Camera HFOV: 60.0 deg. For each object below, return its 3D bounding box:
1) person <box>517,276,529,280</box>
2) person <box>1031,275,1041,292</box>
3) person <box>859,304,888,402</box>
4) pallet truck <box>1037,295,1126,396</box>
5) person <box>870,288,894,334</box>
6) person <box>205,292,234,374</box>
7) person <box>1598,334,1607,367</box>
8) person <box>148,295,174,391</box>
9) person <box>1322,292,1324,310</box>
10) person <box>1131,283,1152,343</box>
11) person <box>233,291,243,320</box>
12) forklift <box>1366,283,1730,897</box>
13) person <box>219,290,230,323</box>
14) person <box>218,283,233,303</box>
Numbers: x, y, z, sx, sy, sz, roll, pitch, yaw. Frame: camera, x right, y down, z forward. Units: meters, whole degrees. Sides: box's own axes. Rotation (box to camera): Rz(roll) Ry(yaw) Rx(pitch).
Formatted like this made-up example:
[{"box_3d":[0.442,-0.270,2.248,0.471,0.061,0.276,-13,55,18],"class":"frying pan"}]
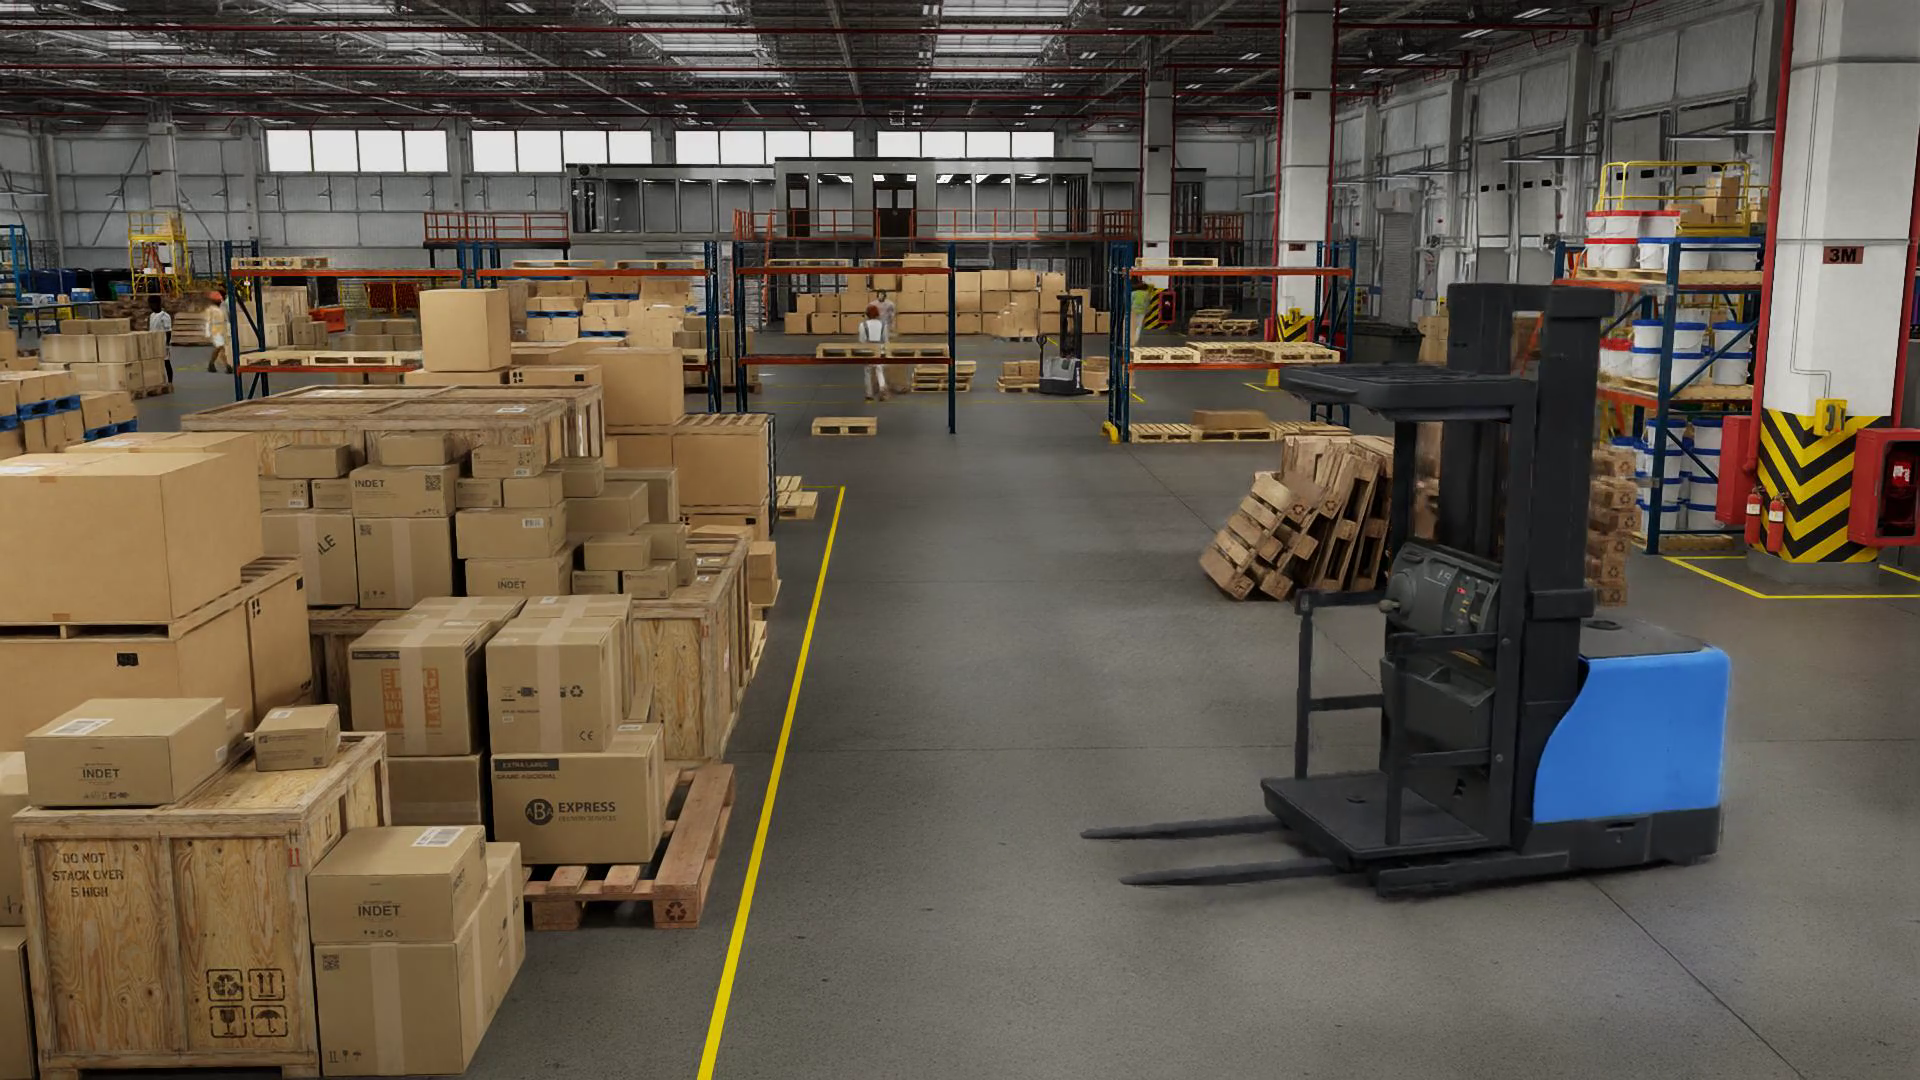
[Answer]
[{"box_3d":[-18.241,-10.312,69.448,0.537,1.788,0.987,-1,10,-6],"class":"person"},{"box_3d":[2.639,-8.310,58.053,0.581,1.882,0.339,-6,12,-29],"class":"person"},{"box_3d":[-1.619,-3.512,31.388,0.587,1.864,0.770,-4,11,-21],"class":"person"},{"box_3d":[2.483,-3.881,33.060,1.885,1.965,0.823,-7,13,-36],"class":"pallet truck"},{"box_3d":[-1.898,-5.182,40.543,0.633,1.918,0.778,2,10,9],"class":"person"},{"box_3d":[-17.144,-4.787,38.413,0.970,1.896,0.556,4,11,22],"class":"person"},{"box_3d":[11.035,-3.139,29.241,0.603,1.878,0.959,9,13,40],"class":"person"},{"box_3d":[-16.206,-3.975,33.694,0.602,1.959,0.368,6,12,32],"class":"person"},{"box_3d":[9.111,-5.484,42.384,0.506,1.859,0.463,-3,11,-14],"class":"person"},{"box_3d":[5.433,-6.810,49.995,0.688,1.786,0.796,4,11,22],"class":"person"},{"box_3d":[-19.132,-5.750,44.176,0.520,1.749,0.474,0,10,0],"class":"person"},{"box_3d":[2.700,0.151,8.137,1.873,2.768,1.129,-2,10,-13],"class":"forklift"},{"box_3d":[-18.510,-5.367,41.855,0.530,1.814,0.986,-1,10,-3],"class":"person"},{"box_3d":[-19.831,-5.964,44.885,0.587,1.920,0.390,2,10,11],"class":"person"}]
